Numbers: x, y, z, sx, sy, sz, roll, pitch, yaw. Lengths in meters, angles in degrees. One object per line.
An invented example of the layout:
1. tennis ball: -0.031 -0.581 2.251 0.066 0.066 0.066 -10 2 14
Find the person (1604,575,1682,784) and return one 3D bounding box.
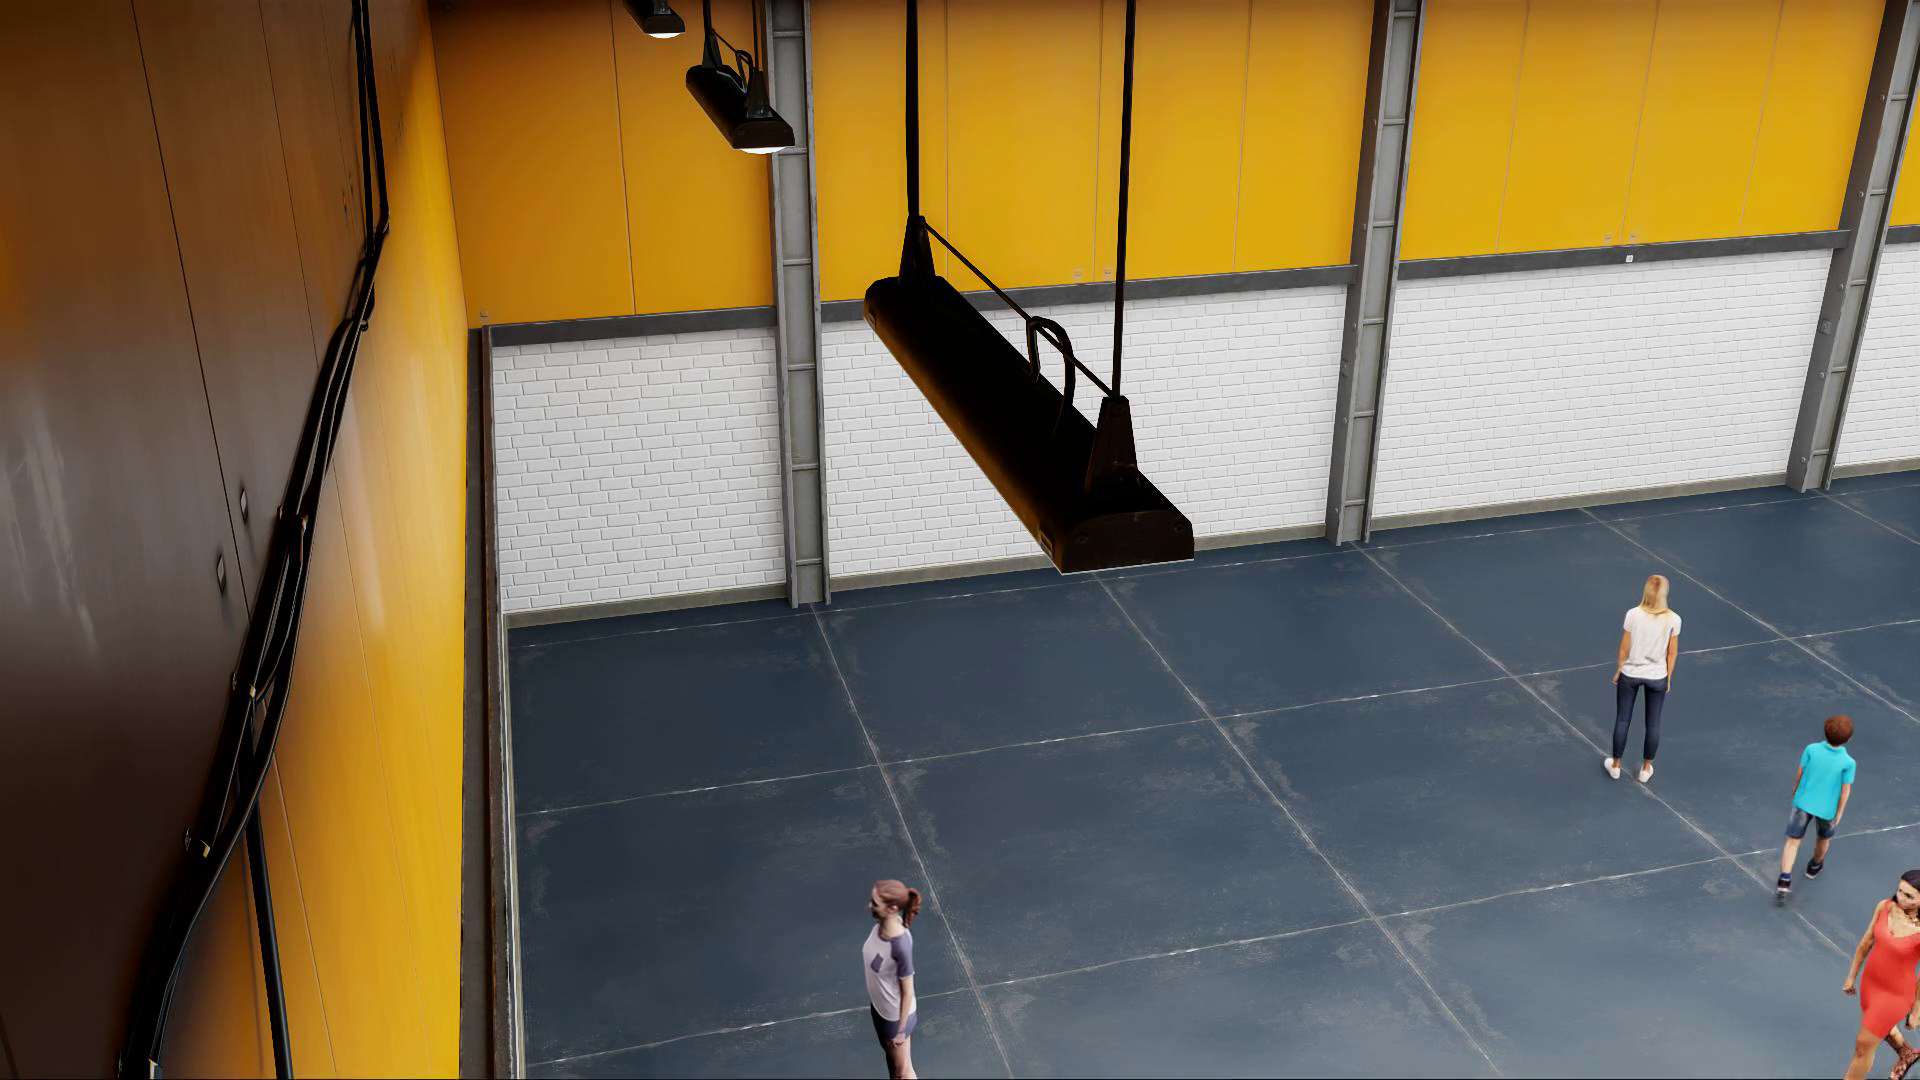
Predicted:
1. person: 5.534 1.122 13.458 0.622 1.809 0.725 8 25 17

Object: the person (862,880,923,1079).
1. person: -0.393 2.746 9.795 0.558 1.766 0.588 -8 25 -18

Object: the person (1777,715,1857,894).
1. person: 6.196 1.935 12.075 0.879 1.426 0.999 17 29 33

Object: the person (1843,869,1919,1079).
1. person: 5.634 2.696 9.999 1.100 1.695 0.665 -8 25 -18
